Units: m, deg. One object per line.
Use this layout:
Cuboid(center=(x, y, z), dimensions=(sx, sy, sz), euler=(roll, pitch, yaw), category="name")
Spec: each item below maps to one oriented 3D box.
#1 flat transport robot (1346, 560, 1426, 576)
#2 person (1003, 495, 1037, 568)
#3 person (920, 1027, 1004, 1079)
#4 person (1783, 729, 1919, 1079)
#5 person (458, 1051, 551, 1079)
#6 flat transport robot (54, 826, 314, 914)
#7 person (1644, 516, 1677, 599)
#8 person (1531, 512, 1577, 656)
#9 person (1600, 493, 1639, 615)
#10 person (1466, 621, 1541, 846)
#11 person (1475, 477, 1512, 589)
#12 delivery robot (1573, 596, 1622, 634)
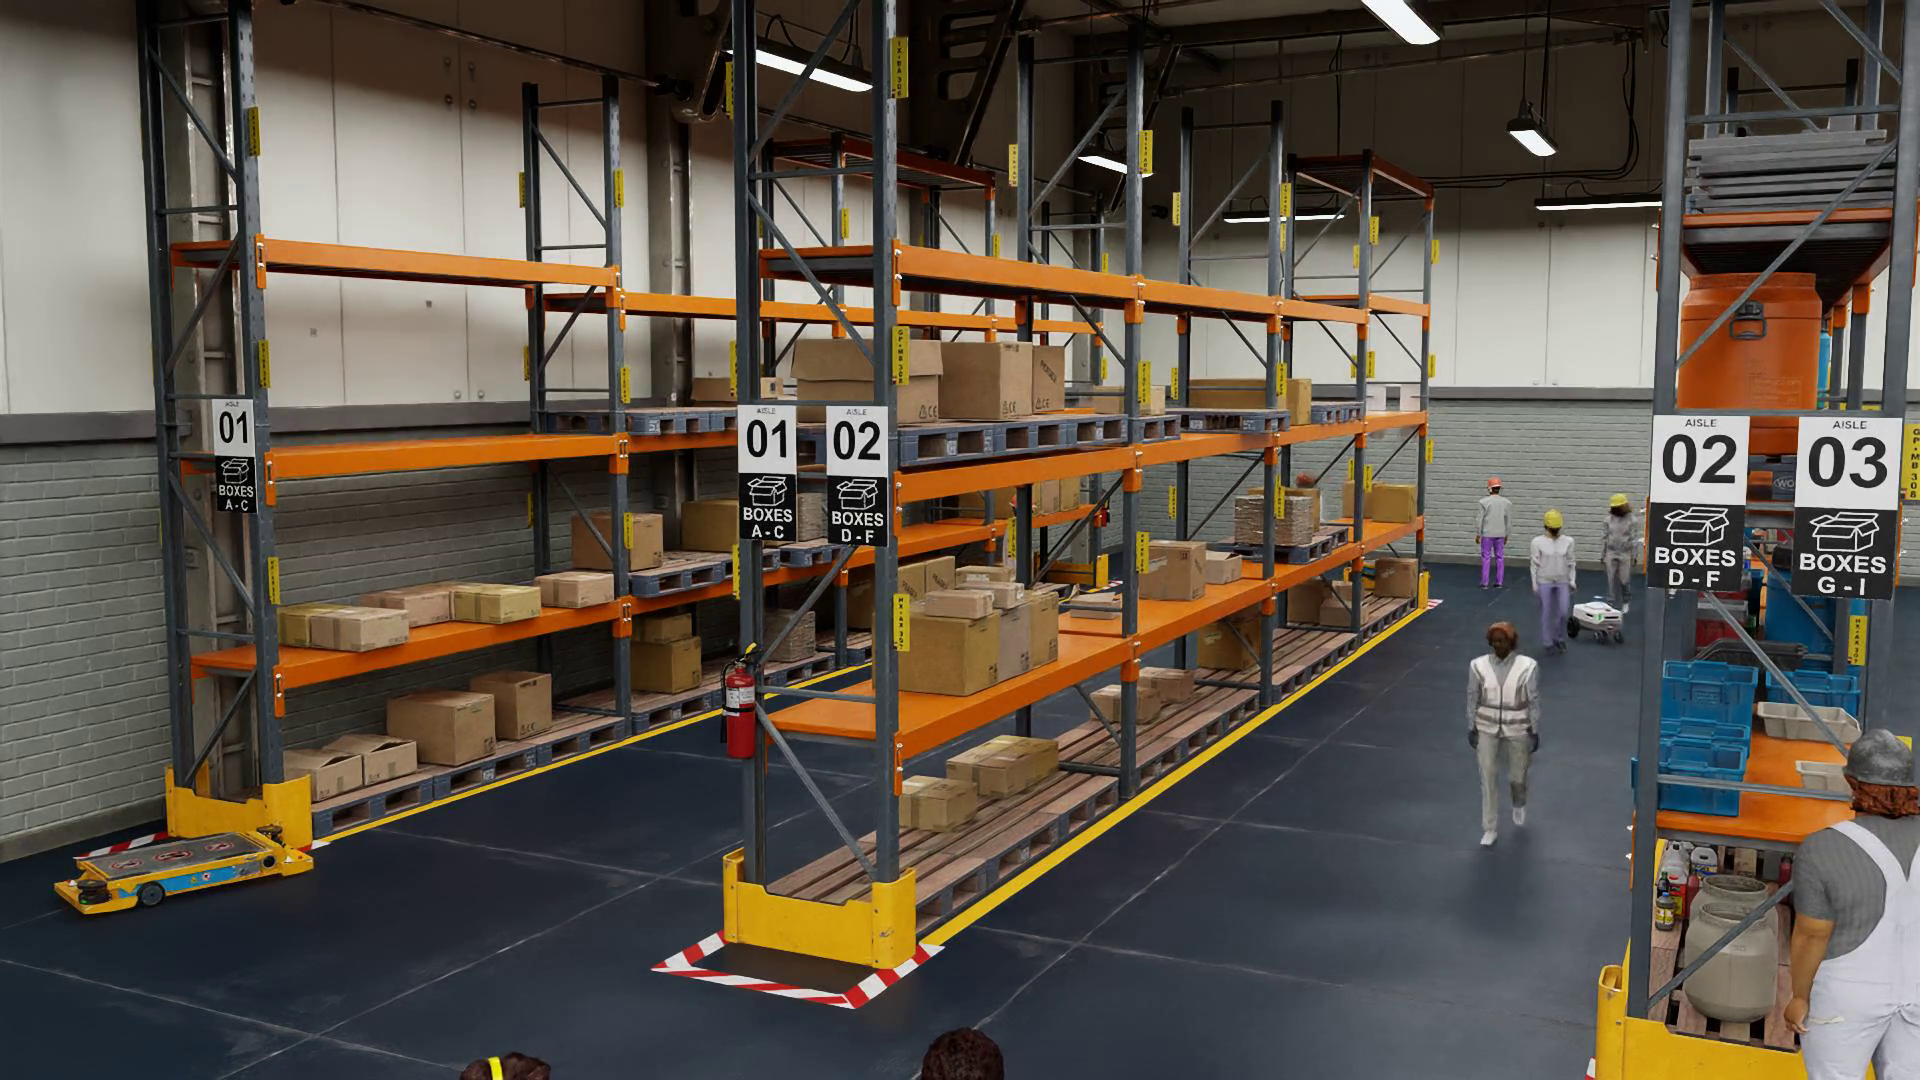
Cuboid(center=(6.996, 0.483, 27.307), dimensions=(0.652, 0.197, 1.431), euler=(-2, 6, -18), category="flat transport robot")
Cuboid(center=(0.705, 0.426, 19.622), dimensions=(0.407, 1.986, 0.618), euler=(0, 6, 1), category="person")
Cuboid(center=(0.001, 2.081, 3.840), dimensions=(0.597, 1.916, 0.372), euler=(0, 6, 2), category="person")
Cuboid(center=(3.554, 1.742, 6.547), dimensions=(0.684, 2.000, 0.538), euler=(0, 6, 0), category="person")
Cuboid(center=(-1.048, 2.101, 3.873), dimensions=(0.328, 1.874, 0.521), euler=(-3, 7, -28), category="person")
Cuboid(center=(-5.113, 2.161, 10.991), dimensions=(1.431, 0.197, 0.652), euler=(-6, 8, -43), category="flat transport robot")
Cuboid(center=(10.498, 0.003, 24.844), dimensions=(0.564, 1.751, 0.342), euler=(1, 6, 9), category="person")
Cuboid(center=(7.077, 0.530, 19.809), dimensions=(0.566, 1.729, 0.419), euler=(1, 6, 5), category="person")
Cuboid(center=(9.081, 0.212, 22.926), dimensions=(0.504, 1.724, 0.370), euler=(5, 8, 39), category="person")
Cuboid(center=(3.942, 1.381, 12.066), dimensions=(0.527, 1.622, 0.510), euler=(3, 7, 27), category="person")
Cuboid(center=(8.327, -0.110, 26.001), dimensions=(0.568, 1.745, 0.341), euler=(-1, 6, -10), category="person")
Cuboid(center=(8.019, 0.954, 20.914), dimensions=(0.477, 0.478, 0.707), euler=(-1, 6, -7), category="delivery robot")
